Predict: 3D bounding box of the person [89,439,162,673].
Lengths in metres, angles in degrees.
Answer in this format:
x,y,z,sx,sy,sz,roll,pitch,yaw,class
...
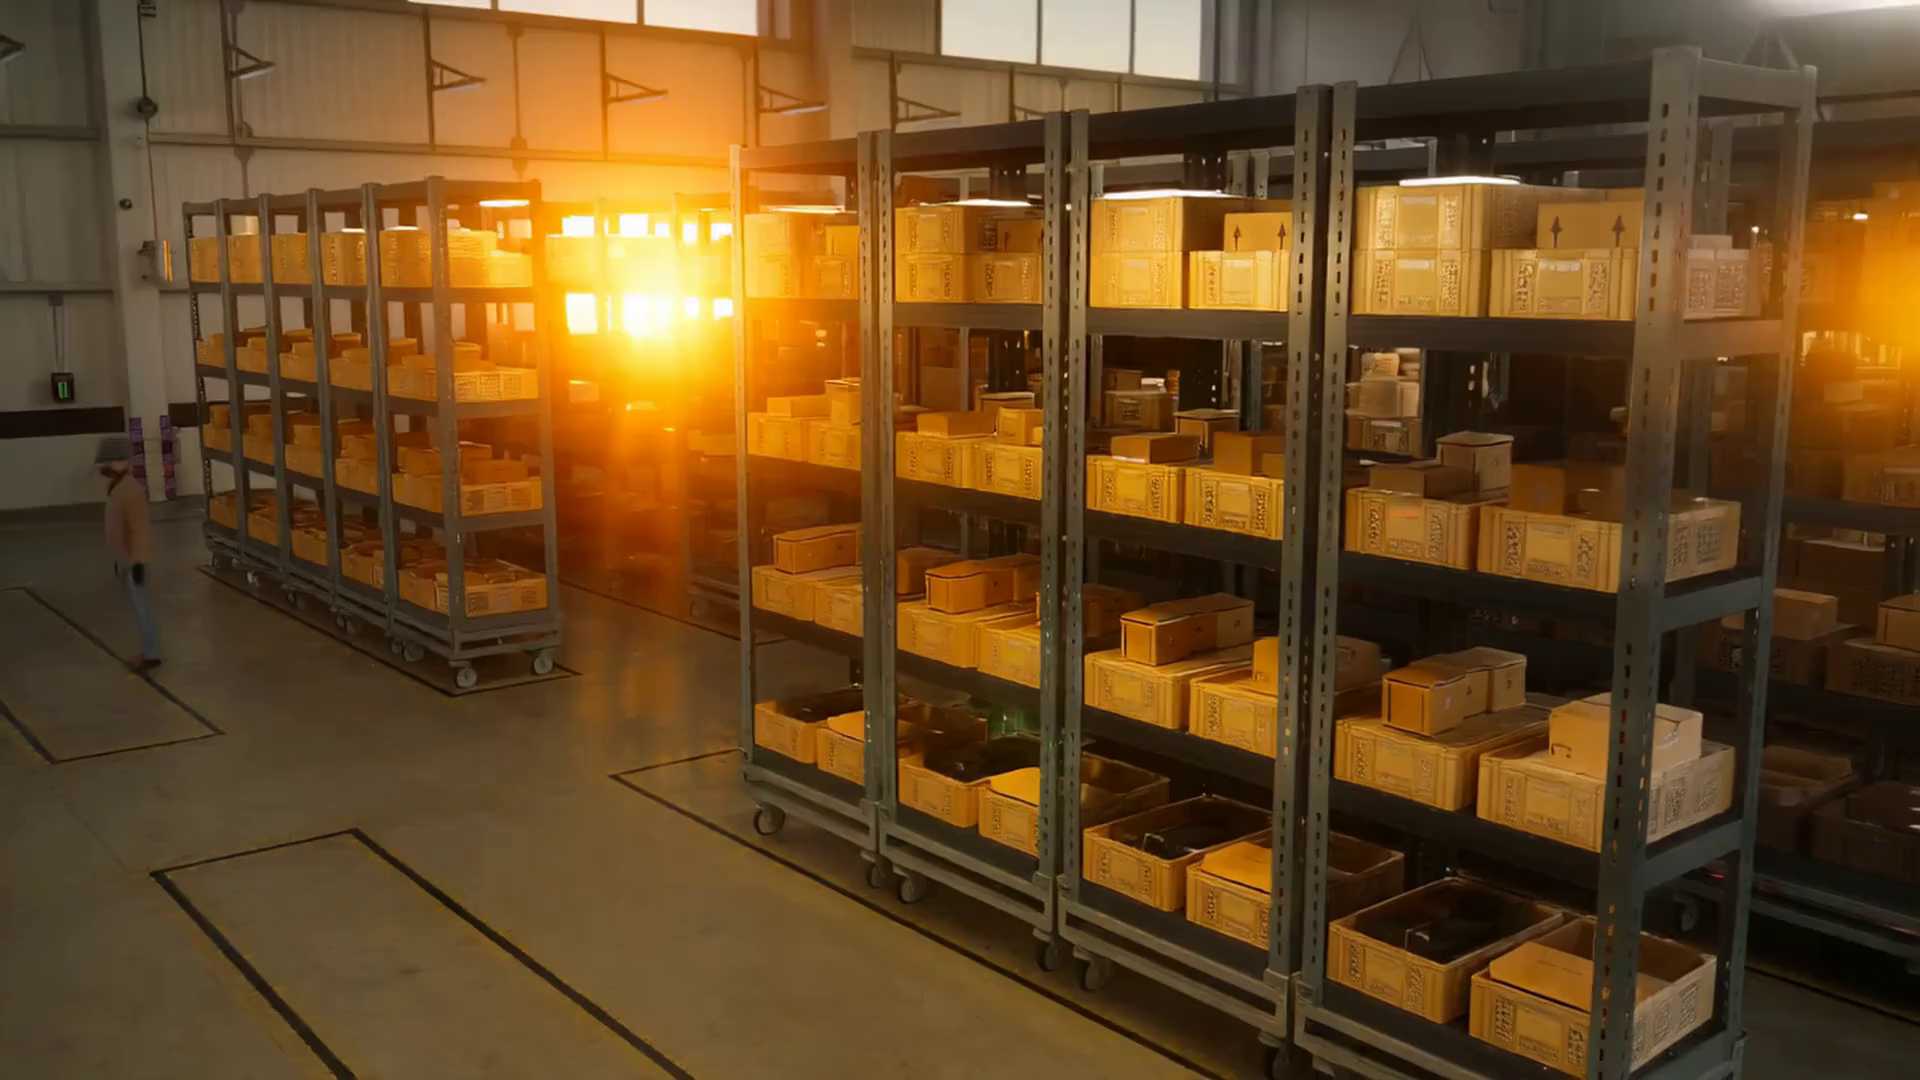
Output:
x,y,z,sx,sy,sz,roll,pitch,yaw,class
-6.188,0.117,12.332,0.416,1.740,0.573,-9,13,-42,person

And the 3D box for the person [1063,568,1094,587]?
x,y,z,sx,sy,sz,roll,pitch,yaw,class
0.963,-0.184,13.812,0.373,1.840,0.570,-8,12,-39,person
